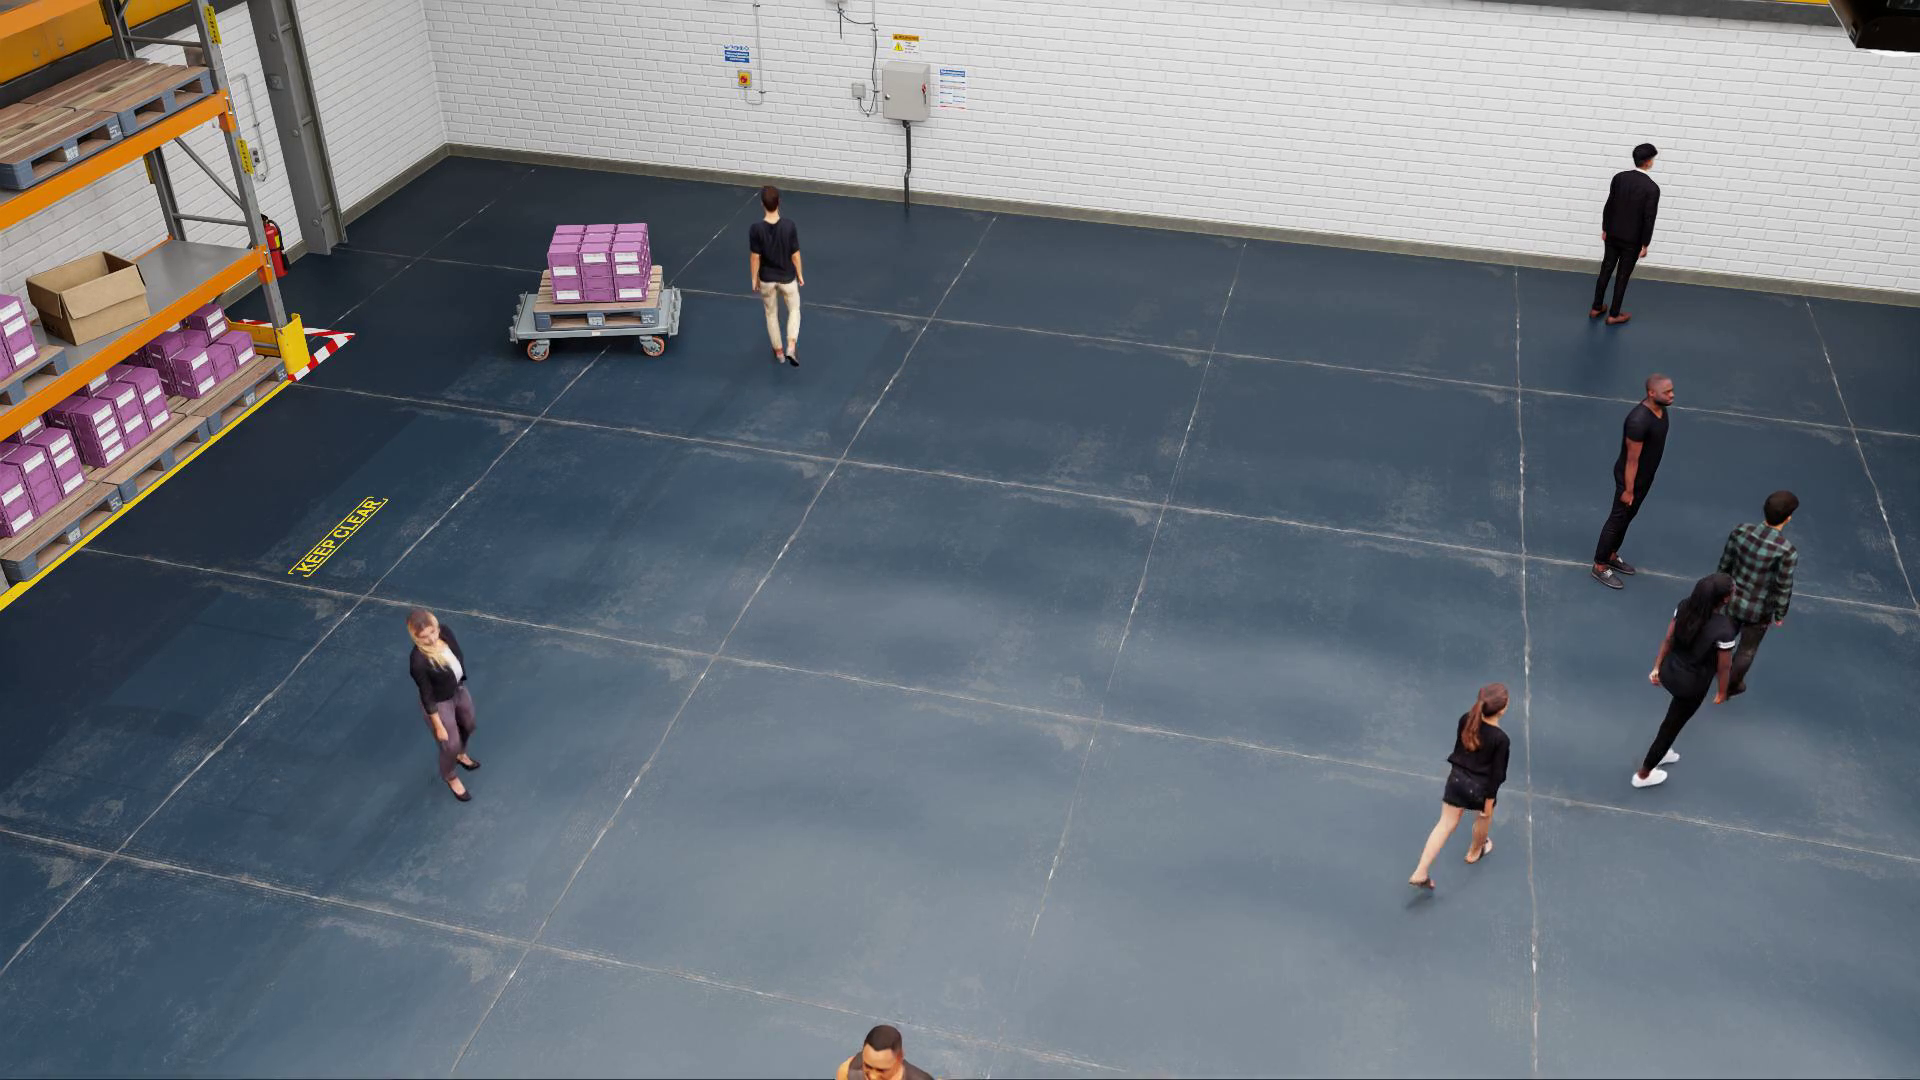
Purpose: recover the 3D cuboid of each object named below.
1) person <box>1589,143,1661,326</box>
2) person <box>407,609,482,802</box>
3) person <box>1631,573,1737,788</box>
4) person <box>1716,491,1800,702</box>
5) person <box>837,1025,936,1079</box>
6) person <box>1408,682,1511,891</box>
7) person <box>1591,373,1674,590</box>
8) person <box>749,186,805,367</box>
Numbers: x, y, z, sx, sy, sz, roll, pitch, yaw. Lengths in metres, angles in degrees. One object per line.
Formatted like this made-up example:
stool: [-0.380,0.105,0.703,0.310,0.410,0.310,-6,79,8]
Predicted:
person: [6.780,-3.125,16.965,0.788,1.877,0.769,-23,40,-31]
person: [-3.390,1.068,10.872,0.780,1.640,0.551,0,34,0]
person: [4.722,0.964,10.960,0.828,1.717,0.775,-11,35,-16]
person: [5.461,0.431,11.543,0.895,1.704,0.861,-21,39,-28]
person: [-0.281,2.885,7.921,0.775,1.880,1.176,13,36,18]
person: [3.115,1.535,10.273,1.105,1.525,0.919,-27,42,-34]
person: [5.288,-0.492,13.056,0.805,1.820,0.659,25,41,32]
person: [-1.743,-2.489,16.038,0.868,1.845,1.010,-5,34,-7]
